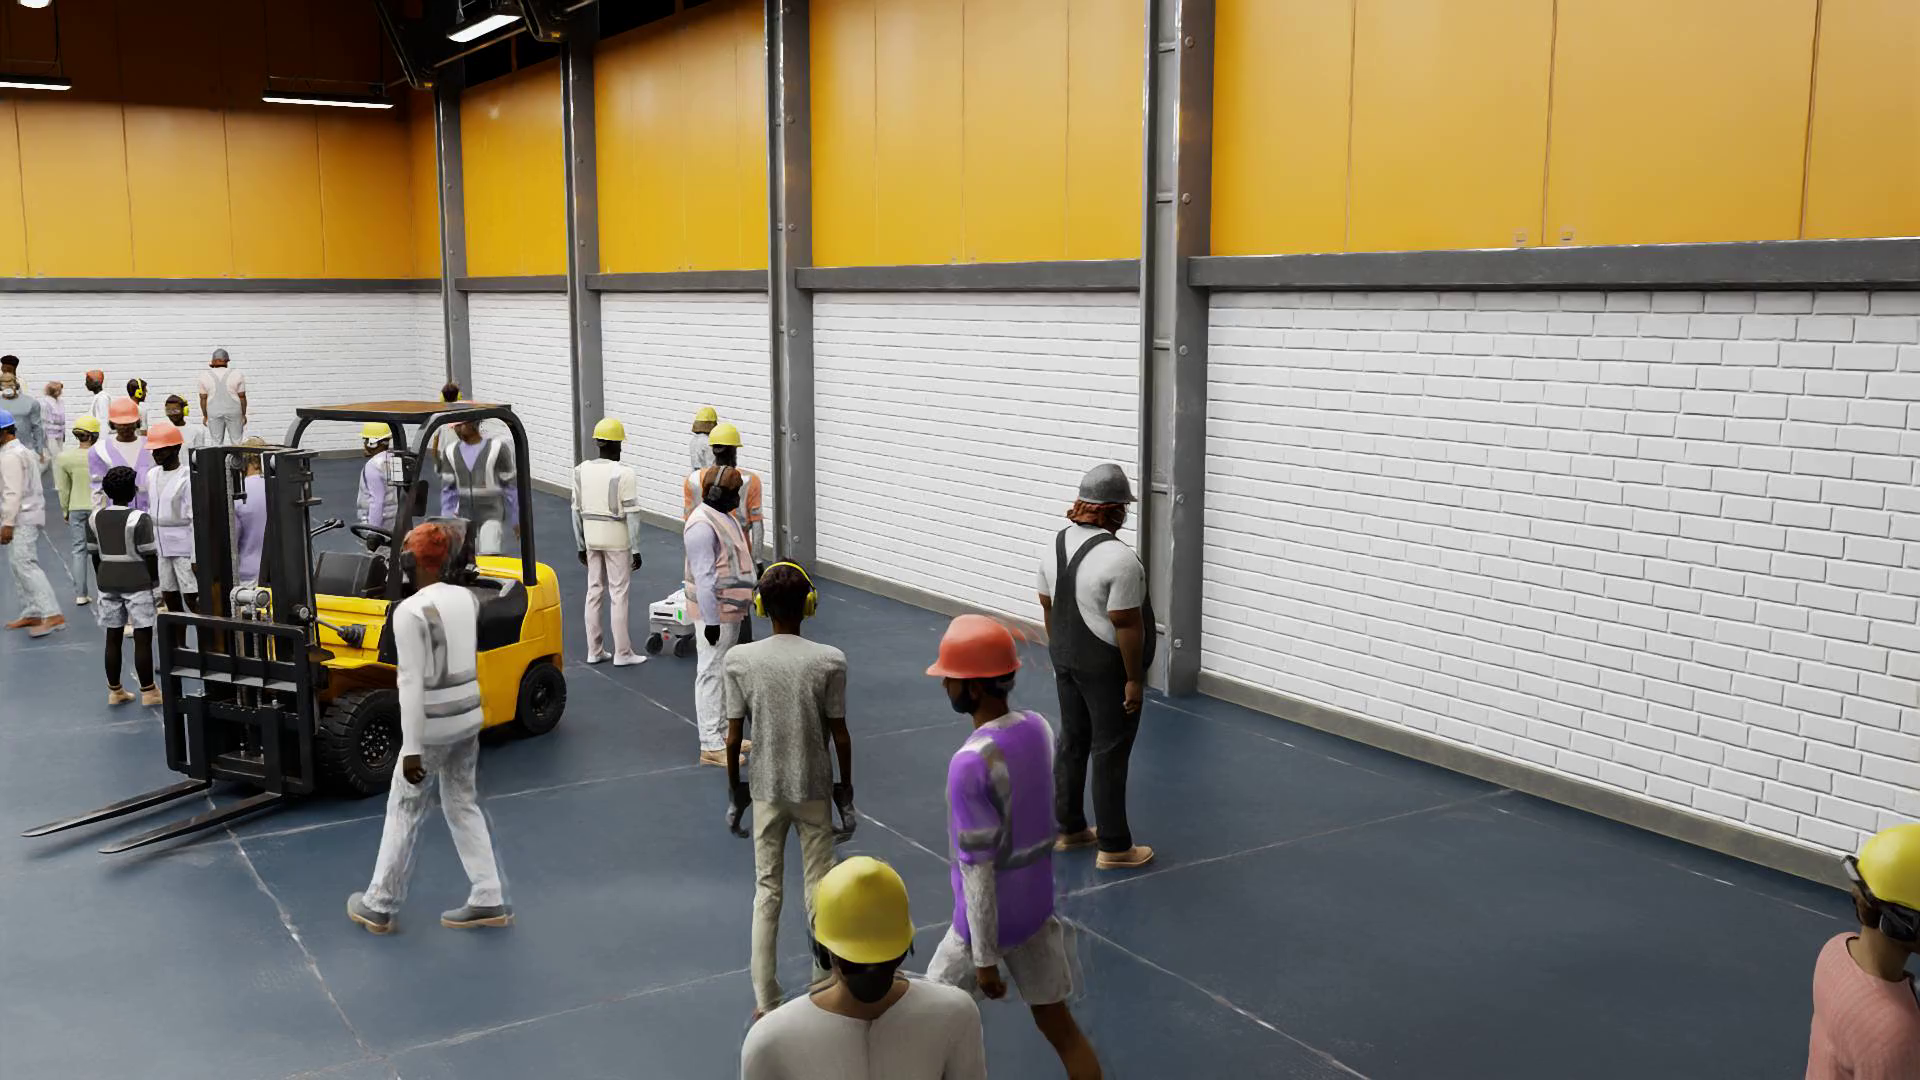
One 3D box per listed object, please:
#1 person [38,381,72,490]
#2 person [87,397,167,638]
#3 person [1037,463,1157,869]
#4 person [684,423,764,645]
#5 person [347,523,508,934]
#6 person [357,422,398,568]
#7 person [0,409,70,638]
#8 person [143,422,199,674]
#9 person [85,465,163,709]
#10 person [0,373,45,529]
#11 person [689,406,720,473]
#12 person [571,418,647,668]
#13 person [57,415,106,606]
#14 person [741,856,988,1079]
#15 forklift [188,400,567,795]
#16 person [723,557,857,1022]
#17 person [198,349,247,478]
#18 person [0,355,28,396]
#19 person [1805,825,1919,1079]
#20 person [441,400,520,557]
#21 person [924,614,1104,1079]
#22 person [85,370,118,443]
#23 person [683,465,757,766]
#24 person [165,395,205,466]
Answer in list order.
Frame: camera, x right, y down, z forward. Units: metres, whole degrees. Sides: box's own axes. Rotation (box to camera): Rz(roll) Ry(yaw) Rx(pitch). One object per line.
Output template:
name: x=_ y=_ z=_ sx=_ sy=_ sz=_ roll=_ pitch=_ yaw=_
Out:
person: x=-13.347 y=-1.526 z=24.330 sx=0.651 sy=1.610 sz=0.547 roll=1 pitch=8 yaw=5
person: x=-6.919 y=-0.186 z=13.922 sx=0.613 sy=2.028 sz=0.409 roll=-6 pitch=10 yaw=-36
person: x=0.740 y=0.619 z=8.432 sx=0.538 sy=2.000 sz=0.690 roll=-6 pitch=10 yaw=-33
person: x=-1.738 y=0.101 z=12.315 sx=0.591 sy=1.923 sz=0.382 roll=1 pitch=8 yaw=4
person: x=-2.433 y=0.859 z=7.505 sx=0.787 sy=1.833 sz=0.652 roll=2 pitch=9 yaw=16
person: x=-4.921 y=-0.131 z=14.179 sx=0.404 sy=1.834 sz=0.591 roll=1 pitch=8 yaw=4
person: x=-7.868 y=-0.143 z=13.993 sx=0.588 sy=1.919 sz=0.816 roll=-4 pitch=9 yaw=-25
person: x=-5.906 y=0.074 z=12.505 sx=0.540 sy=1.930 sz=0.384 roll=4 pitch=9 yaw=27
person: x=-5.767 y=0.331 z=11.530 sx=0.533 sy=1.697 sz=0.318 roll=2 pitch=9 yaw=12
person: x=-11.496 y=-1.072 z=20.231 sx=0.636 sy=1.928 sz=0.386 roll=-5 pitch=10 yaw=-31
person: x=-2.580 y=-0.493 z=16.968 sx=0.320 sy=1.737 sz=0.487 roll=-5 pitch=10 yaw=-32
person: x=-2.708 y=0.018 z=12.864 sx=0.593 sy=1.925 sz=0.384 roll=4 pitch=9 yaw=25
person: x=-8.019 y=-0.273 z=15.366 sx=0.534 sy=1.767 sz=0.319 roll=0 pitch=8 yaw=-3
person: x=-0.155 y=1.513 z=3.449 sx=0.531 sy=1.733 sz=0.838 roll=-3 pitch=9 yaw=-22
forklift: x=-3.529 y=0.258 z=10.348 sx=1.214 sy=2.155 sz=2.313 roll=4 pitch=9 yaw=25
person: x=-0.657 y=0.996 z=6.449 sx=0.521 sy=1.877 sz=0.328 roll=1 pitch=8 yaw=4
person: x=-11.445 y=-1.971 z=25.885 sx=0.672 sy=2.000 sz=0.536 roll=-3 pitch=9 yaw=-18
person: x=-14.165 y=-1.797 z=24.959 sx=0.368 sy=1.967 sz=0.600 roll=-2 pitch=9 yaw=-14
person: x=2.011 y=1.470 z=3.674 sx=0.342 sy=1.754 sz=0.531 roll=2 pitch=9 yaw=15
person: x=-4.070 y=-0.174 z=13.982 sx=0.635 sy=1.977 sz=1.054 roll=2 pitch=9 yaw=12
person: x=0.131 y=1.166 z=5.297 sx=1.019 sy=1.885 sz=0.548 roll=6 pitch=10 yaw=36
person: x=-11.317 y=-1.309 z=21.987 sx=0.346 sy=1.878 sz=0.586 roll=-5 pitch=10 yaw=-29
person: x=-1.466 y=0.454 z=10.235 sx=0.429 sy=1.838 sz=0.621 roll=1 pitch=8 yaw=4
person: x=-7.916 y=-0.555 z=16.962 sx=0.512 sy=1.862 sz=0.322 roll=1 pitch=8 yaw=4
